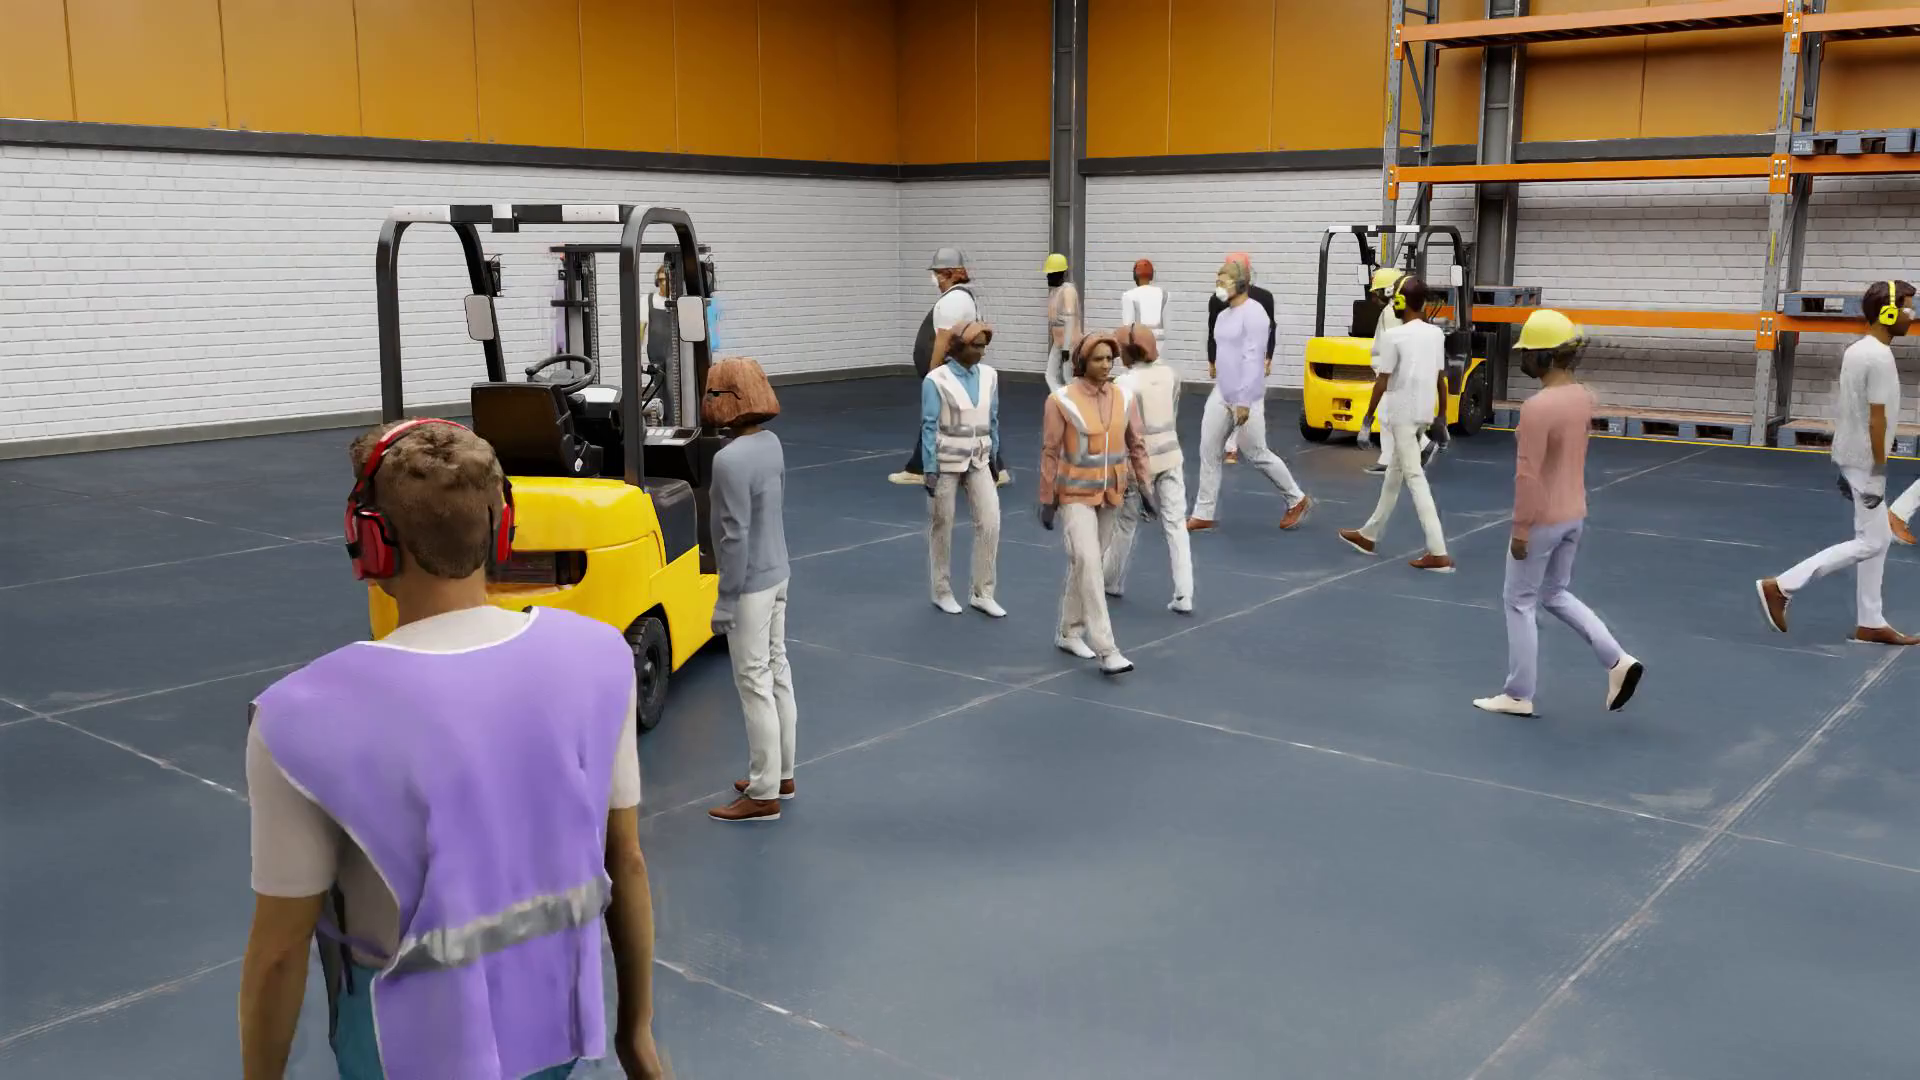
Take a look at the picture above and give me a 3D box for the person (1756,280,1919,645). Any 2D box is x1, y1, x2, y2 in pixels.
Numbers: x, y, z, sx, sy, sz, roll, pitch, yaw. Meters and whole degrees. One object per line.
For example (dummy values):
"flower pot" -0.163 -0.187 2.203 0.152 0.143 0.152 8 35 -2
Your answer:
"person" 4.468 -0.376 8.337 0.719 1.843 0.540 3 11 15

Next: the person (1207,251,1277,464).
"person" 2.613 -1.707 15.453 0.628 1.952 0.916 2 10 11

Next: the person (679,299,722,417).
"person" -2.942 -2.210 19.029 0.887 1.651 0.536 7 12 33

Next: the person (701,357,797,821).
"person" -0.746 0.175 5.856 0.281 1.633 0.501 2 10 12

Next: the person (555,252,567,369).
"person" -4.014 -2.053 17.238 1.066 1.991 0.632 -5 11 -25

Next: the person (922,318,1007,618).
"person" 0.034 -0.376 8.927 0.557 1.610 0.620 -8 13 -37

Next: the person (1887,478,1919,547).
"person" 6.598 -0.859 10.855 0.962 1.917 0.597 8 13 39

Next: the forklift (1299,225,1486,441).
"forklift" 4.449 -2.115 16.993 1.214 2.155 2.313 8 13 38

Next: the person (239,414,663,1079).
"person" -0.695 0.723 2.368 0.952 1.804 0.582 9 14 41

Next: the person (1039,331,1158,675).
"person" 0.680 -0.172 7.847 0.534 1.598 0.816 -6 12 -30

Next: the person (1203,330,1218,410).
"person" 3.006 -2.216 18.886 0.835 1.710 0.473 -10 14 -43

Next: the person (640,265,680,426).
"person" -2.939 -1.840 16.601 0.530 1.800 0.980 0 10 2

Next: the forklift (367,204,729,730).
"forklift" -1.766 -0.406 7.525 1.214 2.155 2.313 1 10 7

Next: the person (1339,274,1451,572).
"person" 2.760 -0.744 10.436 0.548 1.815 0.965 -7 12 -34

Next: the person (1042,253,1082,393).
"person" 1.128 -2.154 18.058 0.586 1.893 0.603 -3 11 -19

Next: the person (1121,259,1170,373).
"person" 1.908 -1.999 17.364 0.579 1.831 0.986 -3 11 -18

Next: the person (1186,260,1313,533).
"person" 1.999 -0.982 11.545 0.950 1.907 0.638 -4 11 -20

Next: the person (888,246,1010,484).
"person" -0.061 -1.438 13.670 1.011 2.000 0.678 0 10 1

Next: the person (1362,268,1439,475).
"person" 3.802 -1.433 14.321 0.647 1.799 0.630 5 11 24

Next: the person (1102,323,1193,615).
"person" 1.014 -0.402 9.203 0.541 1.577 0.857 -6 12 -30

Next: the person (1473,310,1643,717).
"person" 2.541 -0.085 6.984 0.540 1.751 0.596 -9 14 -42
